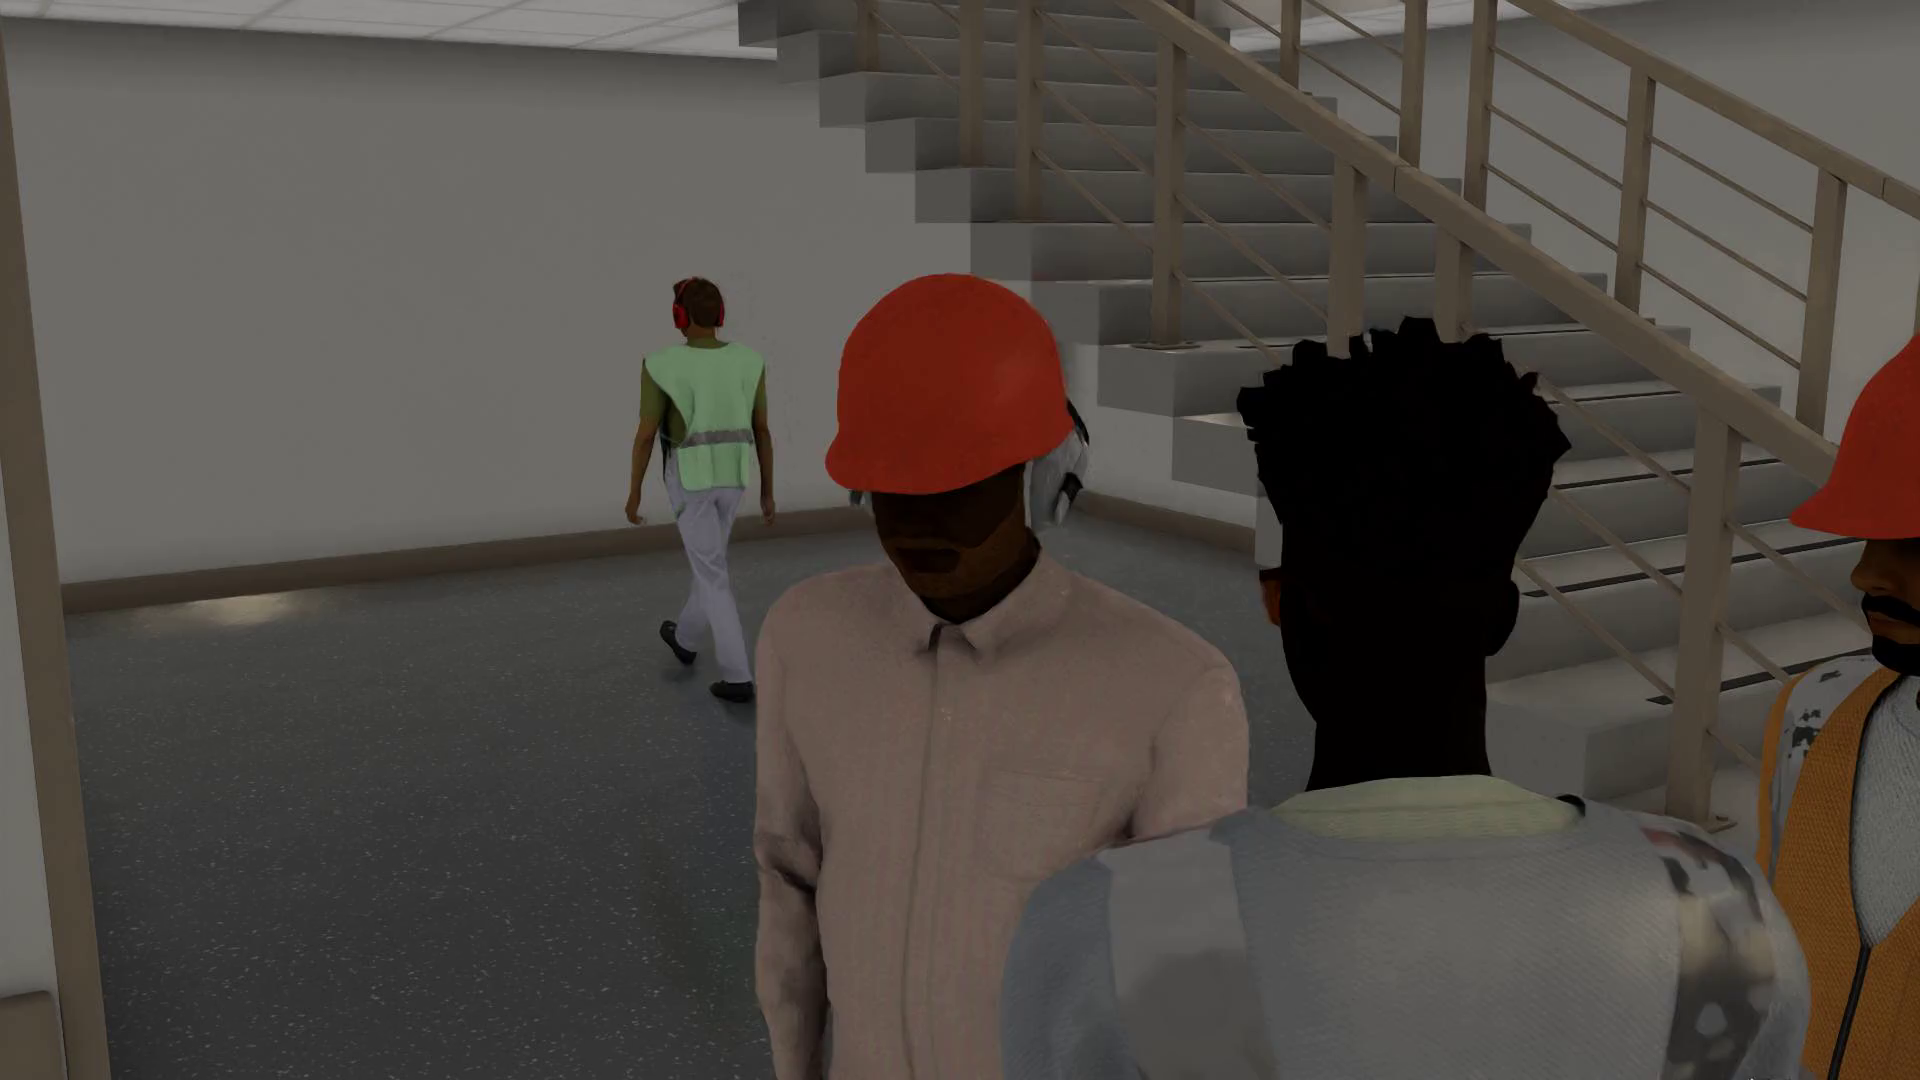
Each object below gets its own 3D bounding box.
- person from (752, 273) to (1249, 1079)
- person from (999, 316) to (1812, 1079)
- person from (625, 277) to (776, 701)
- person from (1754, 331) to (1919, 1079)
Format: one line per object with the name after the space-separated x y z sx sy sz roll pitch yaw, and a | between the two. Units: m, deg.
0.014 0.696 1.885 0.659 1.956 0.779 4 12 22 | person
0.316 0.811 1.322 0.610 1.954 0.387 -2 11 -9 | person
-1.145 -0.240 7.269 0.584 1.789 1.006 -9 14 -38 | person
0.922 0.758 1.631 0.356 1.937 0.552 -4 11 -19 | person
